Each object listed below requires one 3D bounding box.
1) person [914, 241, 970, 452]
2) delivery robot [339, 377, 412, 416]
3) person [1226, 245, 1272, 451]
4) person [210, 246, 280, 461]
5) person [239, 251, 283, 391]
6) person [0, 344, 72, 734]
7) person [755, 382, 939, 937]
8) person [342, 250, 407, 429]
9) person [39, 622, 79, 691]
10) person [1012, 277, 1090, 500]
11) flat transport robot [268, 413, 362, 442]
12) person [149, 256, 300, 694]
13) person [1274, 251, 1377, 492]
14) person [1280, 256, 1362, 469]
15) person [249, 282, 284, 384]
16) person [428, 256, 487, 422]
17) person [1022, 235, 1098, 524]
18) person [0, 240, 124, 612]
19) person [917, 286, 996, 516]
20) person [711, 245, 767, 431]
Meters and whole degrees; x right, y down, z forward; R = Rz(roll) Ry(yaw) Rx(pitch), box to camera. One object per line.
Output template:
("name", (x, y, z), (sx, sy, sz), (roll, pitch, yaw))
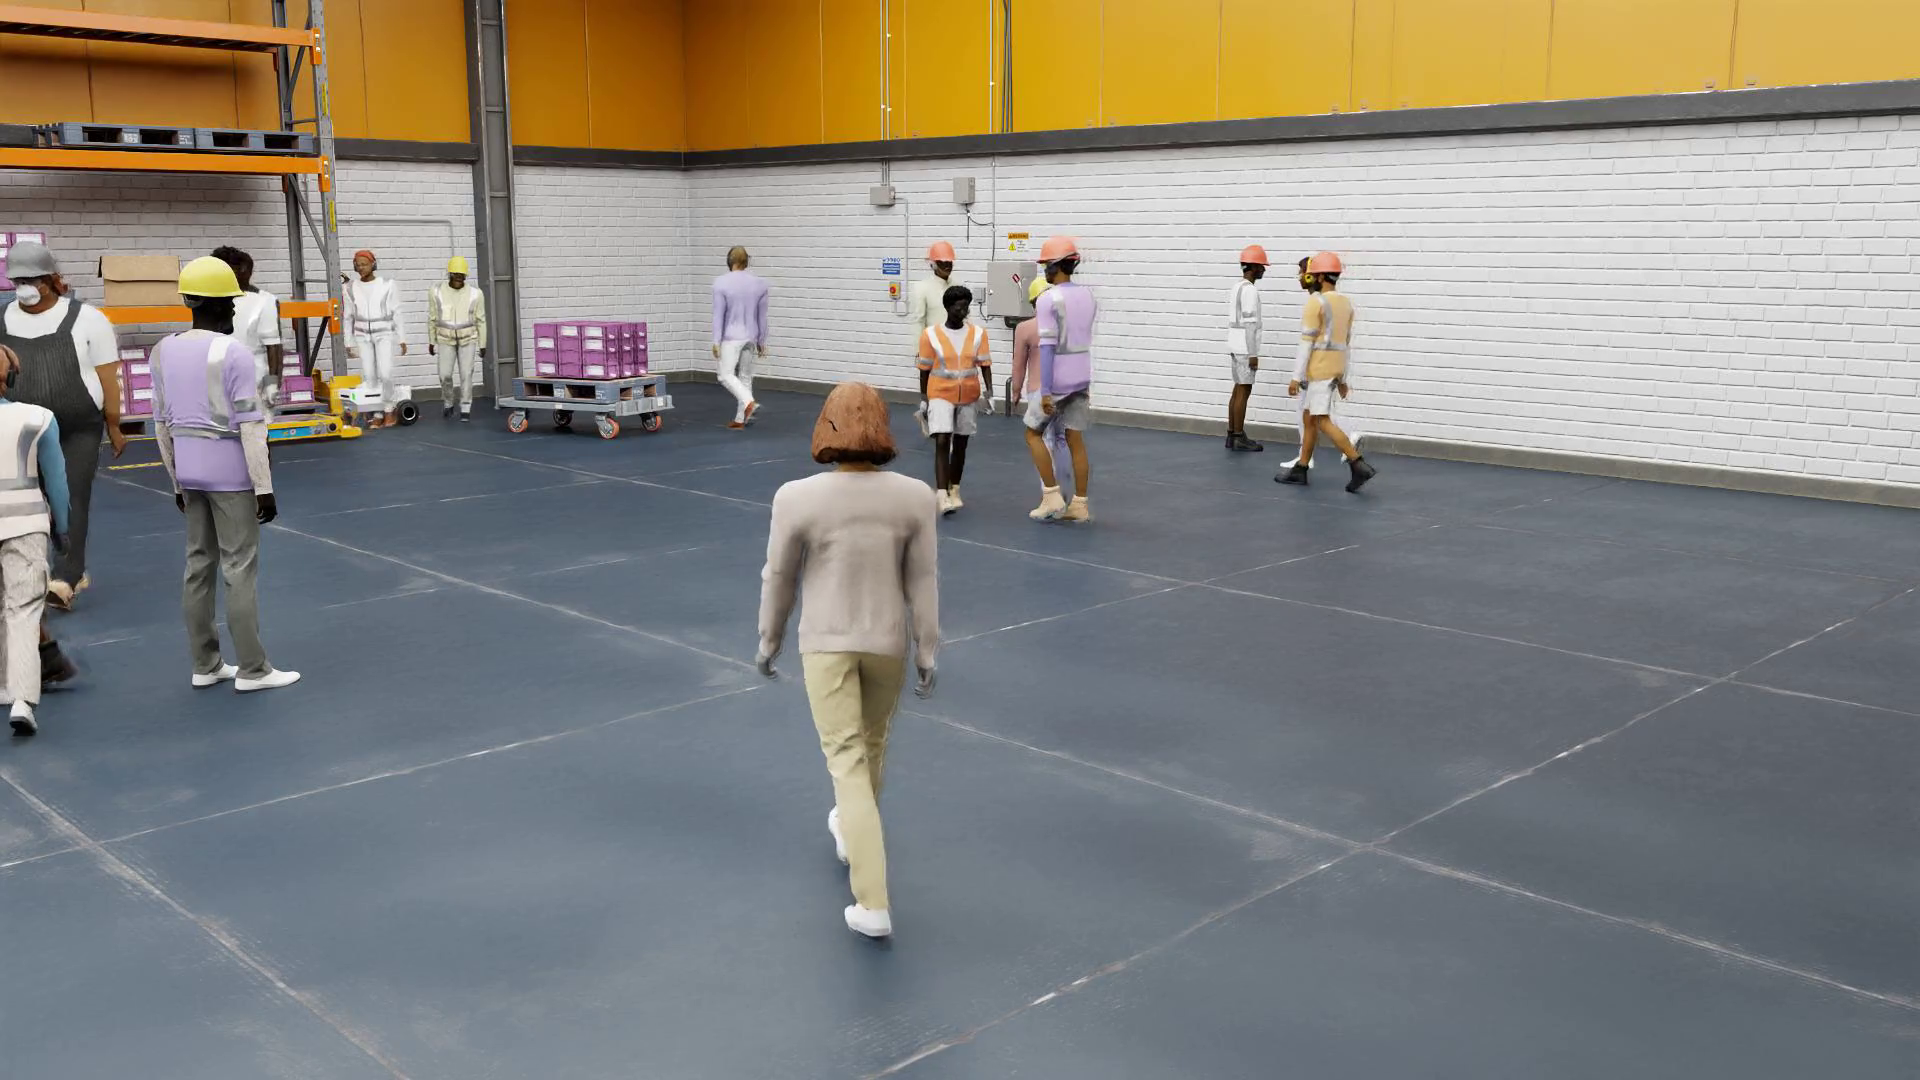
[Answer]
("person", (-0.211, -1.836, 15.743), (0.627, 1.972, 0.678), (-9, 14, -40))
("delivery robot", (-6.201, -1.521, 17.638), (0.477, 0.478, 0.707), (9, 14, 41))
("person", (2.721, -1.798, 15.660), (0.387, 1.929, 0.545), (0, 10, -1))
("person", (-5.260, -1.149, 12.068), (0.632, 1.936, 0.780), (-1, 10, -3))
("person", (-5.864, -1.424, 13.699), (0.605, 1.898, 0.651), (-1, 10, -4))
("person", (-3.957, -0.017, 6.864), (0.516, 1.598, 0.867), (-4, 11, -22))
("person", (-0.335, 0.322, 5.005), (0.514, 1.585, 0.858), (-4, 11, -20))
("person", (-6.110, -2.079, 17.340), (0.623, 1.868, 0.431), (0, 10, -2))
("person", (-4.323, -0.179, 7.015), (1.034, 1.864, 0.607), (-9, 14, -40))
("person", (0.690, -1.092, 12.403), (0.584, 1.719, 0.787), (-1, 10, -8))
("flat transport robot", (-6.687, -1.082, 16.272), (0.652, 0.197, 1.431), (10, 14, 43))
("person", (-3.276, -0.279, 7.371), (0.585, 1.929, 0.371), (4, 11, 22))
("person", (2.939, -1.332, 13.203), (0.919, 1.907, 0.558), (9, 14, 40))
("person", (3.118, -1.509, 14.323), (0.597, 1.846, 0.569), (6, 12, 30))
("person", (-6.226, -1.518, 14.483), (0.583, 1.802, 0.888), (-6, 12, -32))
("person", (-5.424, -2.157, 17.969), (0.622, 1.801, 0.489), (-3, 11, -15))
("person", (0.698, -1.108, 11.652), (0.619, 2.024, 0.555), (-10, 14, -43))
("person", (-4.995, -0.637, 9.018), (0.707, 2.000, 1.005), (-1, 10, -7))
("person", (-0.009, -1.000, 12.039), (0.535, 1.655, 0.791), (-3, 11, -18))
("person", (-2.230, -2.049, 17.035), (0.644, 1.919, 0.604), (-9, 14, -41))
